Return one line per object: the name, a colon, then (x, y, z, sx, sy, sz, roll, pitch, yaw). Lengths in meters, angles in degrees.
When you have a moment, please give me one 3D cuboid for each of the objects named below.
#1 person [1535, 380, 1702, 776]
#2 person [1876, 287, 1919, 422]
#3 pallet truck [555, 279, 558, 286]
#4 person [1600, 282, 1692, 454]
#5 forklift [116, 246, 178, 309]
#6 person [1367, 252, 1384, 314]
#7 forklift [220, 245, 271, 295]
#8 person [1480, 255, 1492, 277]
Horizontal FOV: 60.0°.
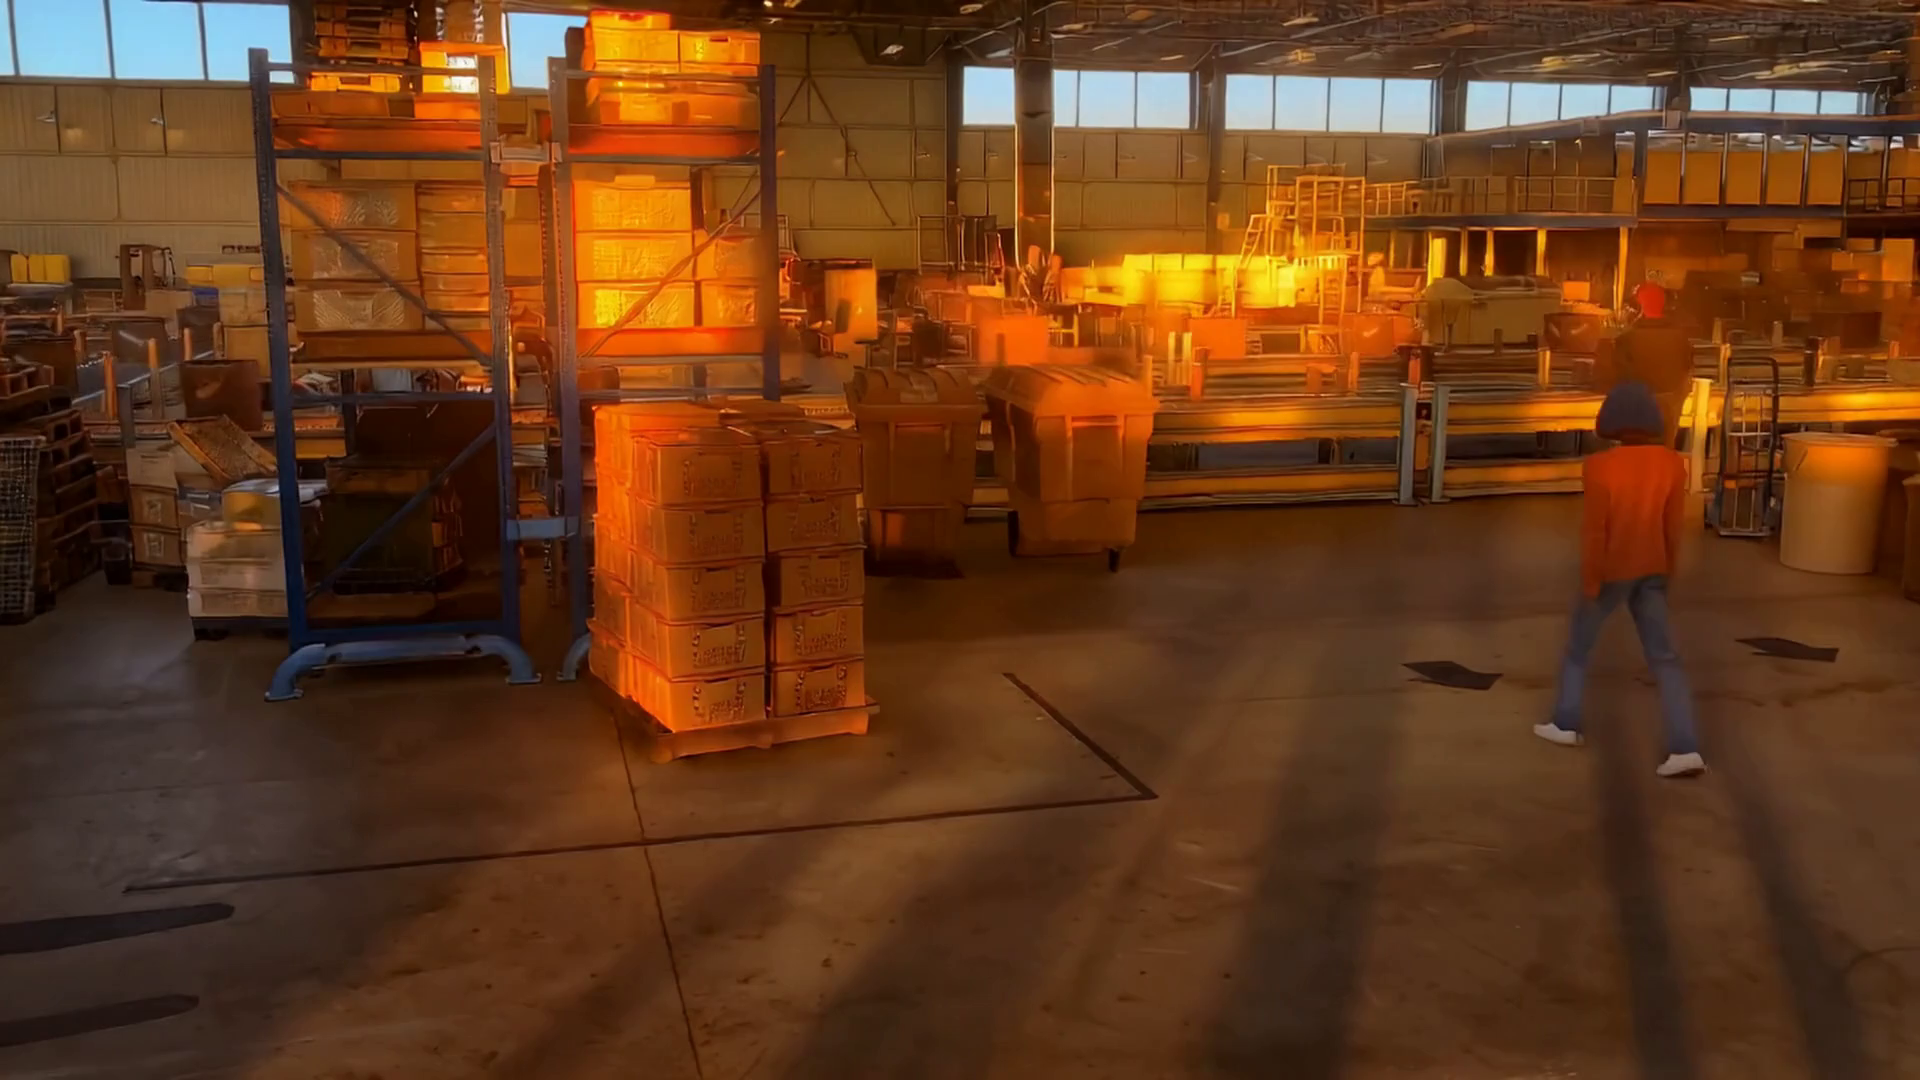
person: (2.740, 0.149, 6.785, 0.514, 1.596, 0.869, -3, 10, -15)
person: (10.892, -2.062, 18.966, 0.918, 1.730, 0.538, -1, 10, -7)
pallet truck: (-10.604, -6.375, 44.520, 0.653, 1.274, 1.630, -3, 10, -15)
person: (4.296, -0.676, 10.546, 0.652, 1.904, 0.403, -6, 12, -30)
forklift: (-19.966, -6.232, 40.894, 1.157, 1.987, 2.680, -3, 10, -15)
person: (9.351, -5.382, 36.928, 0.847, 2.017, 0.612, 4, 11, 23)
forklift: (-17.749, -6.334, 41.440, 1.157, 1.987, 2.680, -3, 10, -17)
person: (16.713, -8.159, 53.045, 0.584, 1.865, 0.741, -10, 14, -44)
